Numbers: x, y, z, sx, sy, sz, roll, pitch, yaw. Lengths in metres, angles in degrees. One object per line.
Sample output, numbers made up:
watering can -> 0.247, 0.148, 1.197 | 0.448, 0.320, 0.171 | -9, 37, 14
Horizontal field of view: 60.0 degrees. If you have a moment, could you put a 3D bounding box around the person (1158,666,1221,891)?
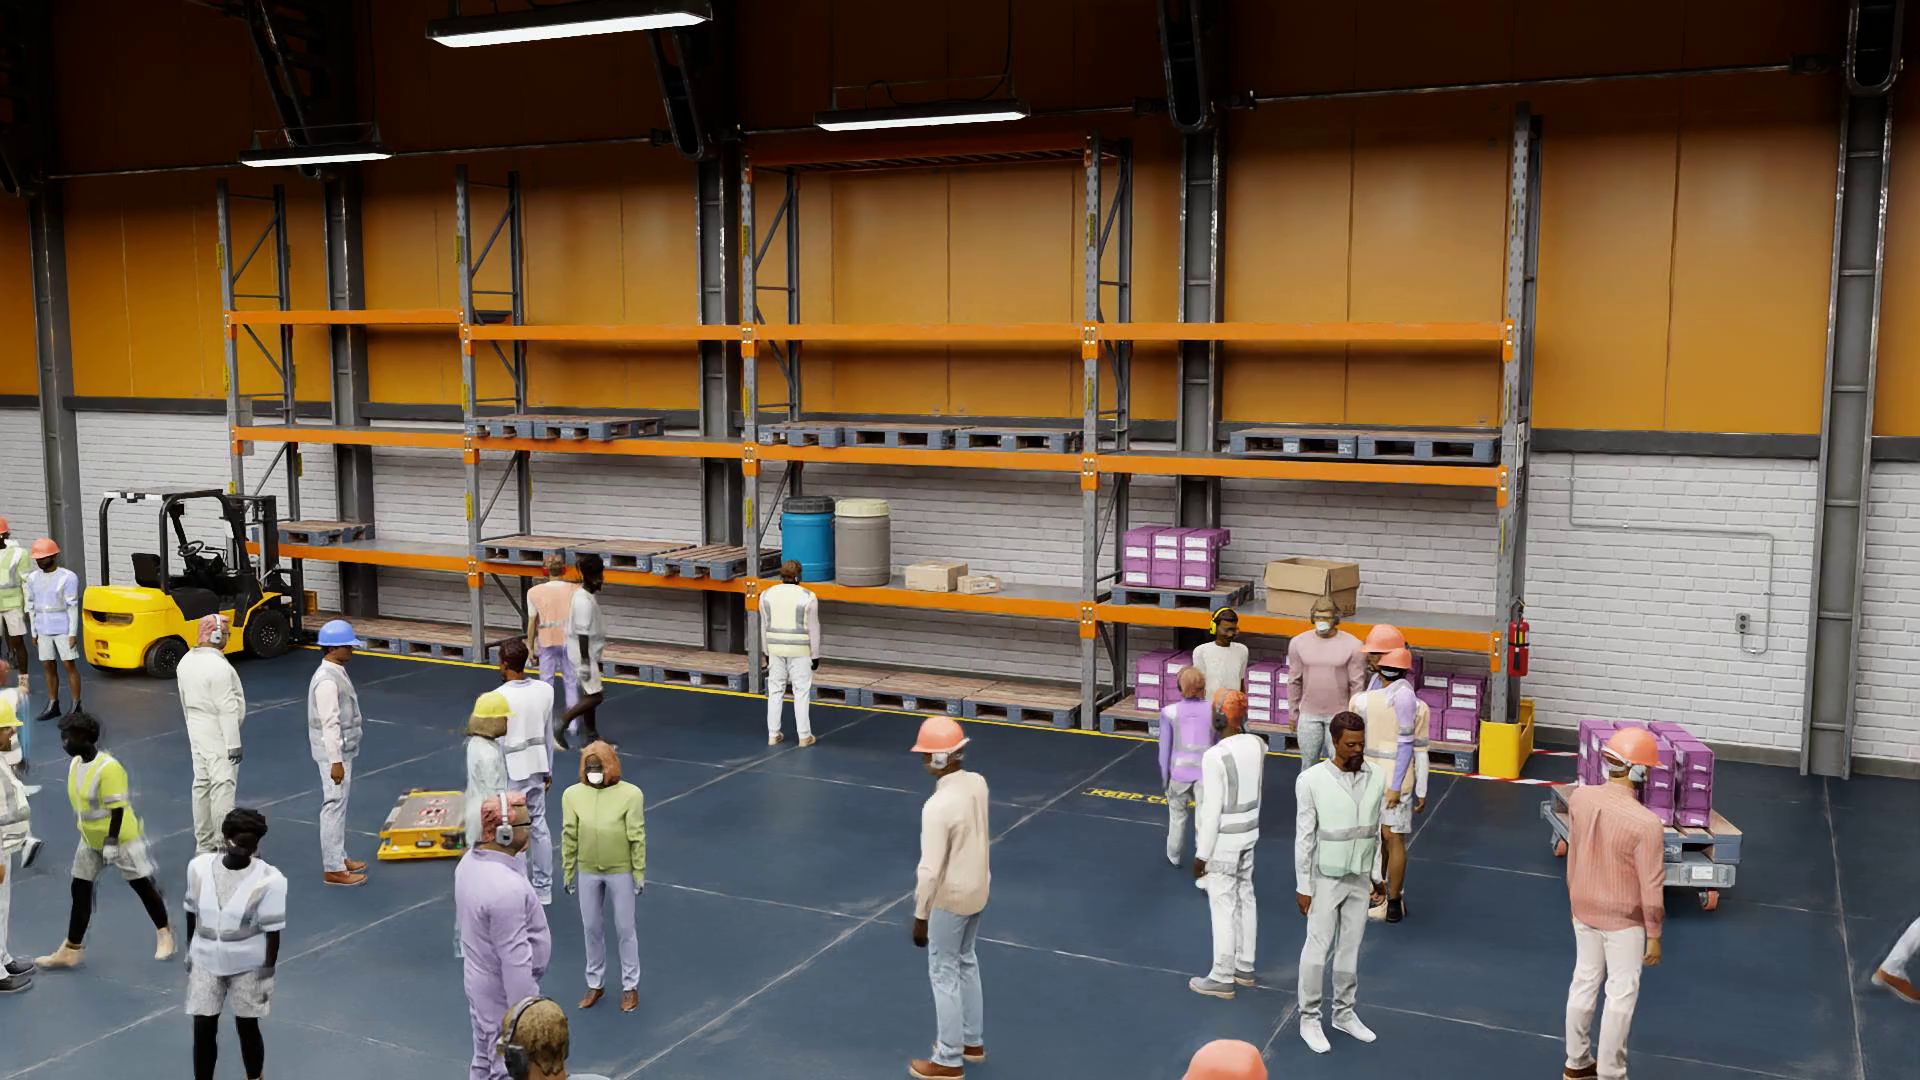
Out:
person -> 1.709, 1.718, 12.211 | 0.515, 1.591, 0.876 | 0, 7, 3

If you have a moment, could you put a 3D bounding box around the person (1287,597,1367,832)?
person -> 2.934, 1.412, 13.353 | 0.626, 1.933, 0.370 | 3, 8, 25

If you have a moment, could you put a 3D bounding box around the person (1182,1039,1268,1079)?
person -> 0.619, 2.437, 5.256 | 1.070, 1.855, 0.552 | 3, 8, 24

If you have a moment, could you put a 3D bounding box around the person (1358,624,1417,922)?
person -> 2.900, 1.587, 11.436 | 0.370, 2.044, 0.608 | -1, 7, -9

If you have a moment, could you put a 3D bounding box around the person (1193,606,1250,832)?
person -> 2.088, 1.452, 13.288 | 0.508, 1.865, 0.328 | -3, 7, -21

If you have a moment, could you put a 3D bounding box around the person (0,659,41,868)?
person -> -7.181, 1.672, 12.478 | 0.649, 1.624, 0.519 | 2, 7, 16

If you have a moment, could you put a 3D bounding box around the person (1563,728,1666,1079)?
person -> 3.431, 1.952, 8.691 | 0.412, 1.980, 0.631 | -3, 7, -23

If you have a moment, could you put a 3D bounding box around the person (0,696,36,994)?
person -> -5.890, 1.855, 10.145 | 0.403, 1.821, 0.600 | -4, 8, -29

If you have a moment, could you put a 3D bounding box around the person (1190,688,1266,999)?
person -> 1.621, 1.830, 10.098 | 0.355, 1.882, 0.615 | 6, 9, 41

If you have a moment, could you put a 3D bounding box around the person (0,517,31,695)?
person -> -10.664, 0.736, 18.515 | 0.608, 2.035, 0.413 | -1, 7, -12

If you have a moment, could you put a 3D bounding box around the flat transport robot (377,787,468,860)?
flat transport robot -> -4.203, 2.242, 13.286 | 0.652, 0.197, 1.431 | -1, 7, -10

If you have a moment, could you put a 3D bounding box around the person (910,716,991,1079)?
person -> -0.064, 1.921, 8.944 | 0.435, 1.978, 0.632 | 3, 8, 26

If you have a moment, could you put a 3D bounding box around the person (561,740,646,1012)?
person -> -2.111, 1.984, 9.878 | 0.504, 1.625, 0.292 | 0, 7, 4

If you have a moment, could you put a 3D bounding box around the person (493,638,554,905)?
person -> -3.053, 1.635, 11.551 | 0.377, 1.917, 0.600 | 4, 8, 31

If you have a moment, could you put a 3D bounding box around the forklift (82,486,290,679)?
forklift -> -9.426, 0.454, 20.179 | 1.214, 2.155, 2.313 | 3, 8, 26

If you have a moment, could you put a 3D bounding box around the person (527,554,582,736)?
person -> -4.020, 1.065, 16.598 | 0.562, 1.837, 0.388 | -3, 7, -23

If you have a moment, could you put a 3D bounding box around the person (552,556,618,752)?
person -> -3.615, 1.104, 15.849 | 0.594, 1.938, 0.641 | -2, 7, -15

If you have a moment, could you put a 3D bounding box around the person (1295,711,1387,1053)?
person -> 2.136, 1.897, 9.387 | 0.596, 1.916, 0.373 | -3, 8, -26

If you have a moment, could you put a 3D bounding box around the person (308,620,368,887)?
person -> -4.548, 1.545, 12.165 | 0.394, 1.945, 0.618 | -2, 7, -17

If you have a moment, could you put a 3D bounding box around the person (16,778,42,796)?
person -> -8.236, 1.444, 14.000 | 0.851, 1.697, 0.498 | -3, 8, -23

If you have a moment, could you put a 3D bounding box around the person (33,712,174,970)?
person -> -5.401, 1.897, 10.533 | 0.567, 1.652, 0.727 | 4, 8, 31

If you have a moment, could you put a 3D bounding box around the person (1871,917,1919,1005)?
person -> 5.923, 1.883, 9.689 | 1.051, 1.890, 0.626 | 4, 8, 30

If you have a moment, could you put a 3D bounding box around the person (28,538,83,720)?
person -> -9.440, 0.934, 17.308 | 0.542, 1.931, 0.383 | 1, 7, 5

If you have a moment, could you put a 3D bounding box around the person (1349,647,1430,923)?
person -> 2.924, 1.655, 11.386 | 0.552, 1.923, 0.391 | 3, 7, 21

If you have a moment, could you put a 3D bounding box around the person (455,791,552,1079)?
person -> -2.095, 2.103, 7.731 | 0.403, 1.906, 0.651 | -4, 8, -32

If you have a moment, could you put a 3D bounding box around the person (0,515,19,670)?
person -> -11.560, 0.608, 19.954 | 0.543, 1.939, 0.360 | -4, 8, -27

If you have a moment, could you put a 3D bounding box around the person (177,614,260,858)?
person -> -5.651, 1.508, 12.672 | 0.639, 1.903, 0.407 | 6, 9, 39

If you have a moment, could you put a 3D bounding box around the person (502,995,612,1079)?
person -> -1.300, 2.391, 5.277 | 0.373, 1.928, 0.639 | 4, 8, 28

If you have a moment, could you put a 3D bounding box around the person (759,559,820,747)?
person -> -1.656, 1.103, 16.315 | 0.621, 1.835, 0.431 | 2, 7, 17

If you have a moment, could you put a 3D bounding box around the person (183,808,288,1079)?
person -> -3.673, 2.144, 8.392 | 0.585, 1.659, 0.479 | 0, 7, -1

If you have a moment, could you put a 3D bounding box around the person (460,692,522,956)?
person -> -2.979, 1.831, 10.746 | 0.617, 1.723, 0.490 | -3, 7, -21
